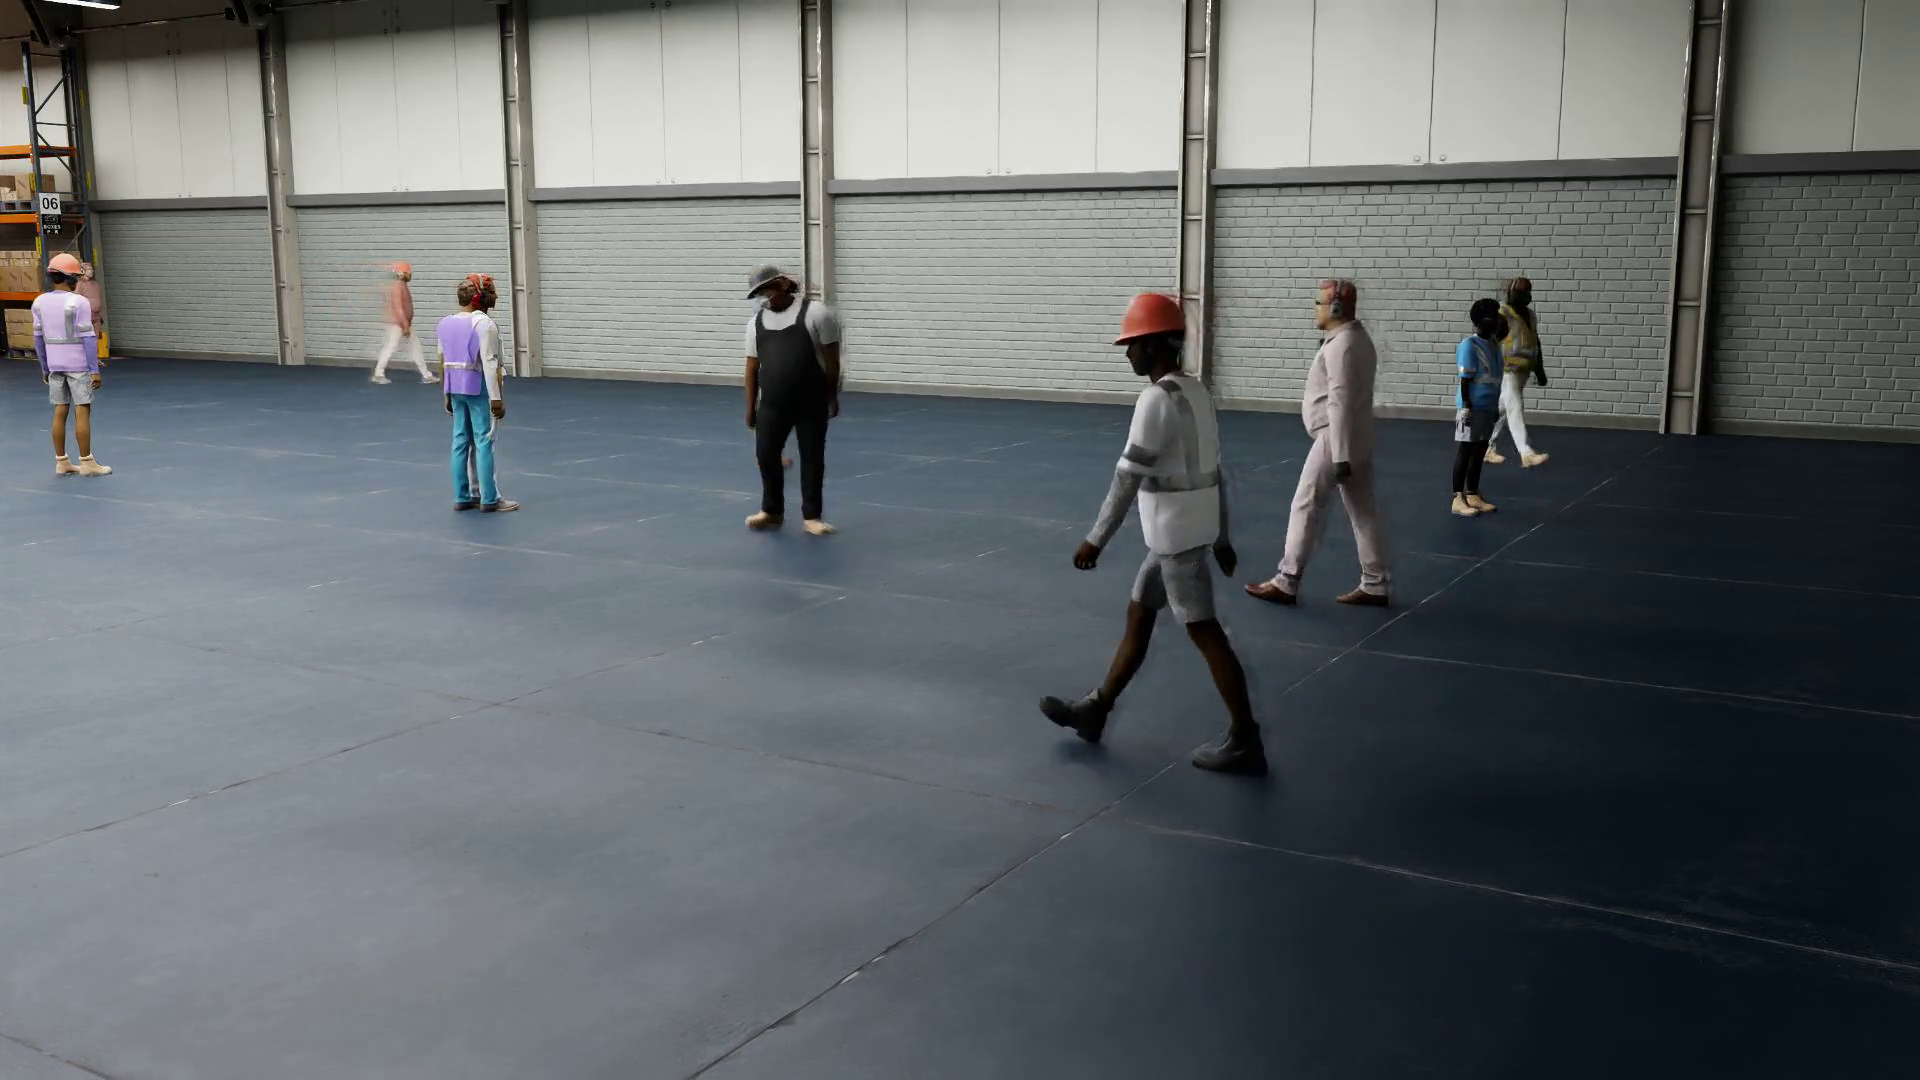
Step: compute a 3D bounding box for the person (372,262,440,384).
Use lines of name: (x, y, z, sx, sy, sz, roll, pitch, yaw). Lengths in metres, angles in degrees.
person: (-8.843, -3.428, 26.327, 1.065, 1.941, 0.639, 0, 10, -1)

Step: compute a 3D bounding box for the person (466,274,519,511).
person: (-3.776, -1.165, 13.225, 0.355, 1.882, 0.575, -6, 12, -32)

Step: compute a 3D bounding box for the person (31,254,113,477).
person: (-8.143, -1.591, 15.255, 0.616, 2.039, 0.386, 3, 10, 15)

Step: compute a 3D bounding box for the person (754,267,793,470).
person: (-1.787, -1.644, 15.860, 0.370, 1.940, 0.627, 0, 10, 0)

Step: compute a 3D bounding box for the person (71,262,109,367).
person: (-15.812, -4.083, 30.228, 0.410, 1.913, 0.643, 1, 10, 7)

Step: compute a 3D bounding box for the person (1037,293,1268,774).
person: (0.786, -0.029, 6.594, 1.040, 1.865, 0.552, 4, 10, 21)

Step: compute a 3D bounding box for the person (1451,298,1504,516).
person: (4.067, -1.039, 13.025, 0.316, 1.695, 0.541, 9, 13, 43)

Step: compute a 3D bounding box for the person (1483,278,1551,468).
person: (5.404, -1.607, 16.018, 0.620, 1.803, 0.931, -8, 13, -40)

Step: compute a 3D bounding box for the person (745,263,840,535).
person: (-1.252, -1.052, 12.099, 0.771, 2.000, 0.534, 2, 10, 12)

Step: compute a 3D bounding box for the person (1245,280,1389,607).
person: (2.101, -0.550, 9.621, 0.897, 1.875, 0.639, 5, 11, 29)

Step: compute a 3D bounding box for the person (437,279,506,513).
person: (-3.863, -1.133, 13.142, 0.572, 1.843, 0.373, 4, 11, 23)
